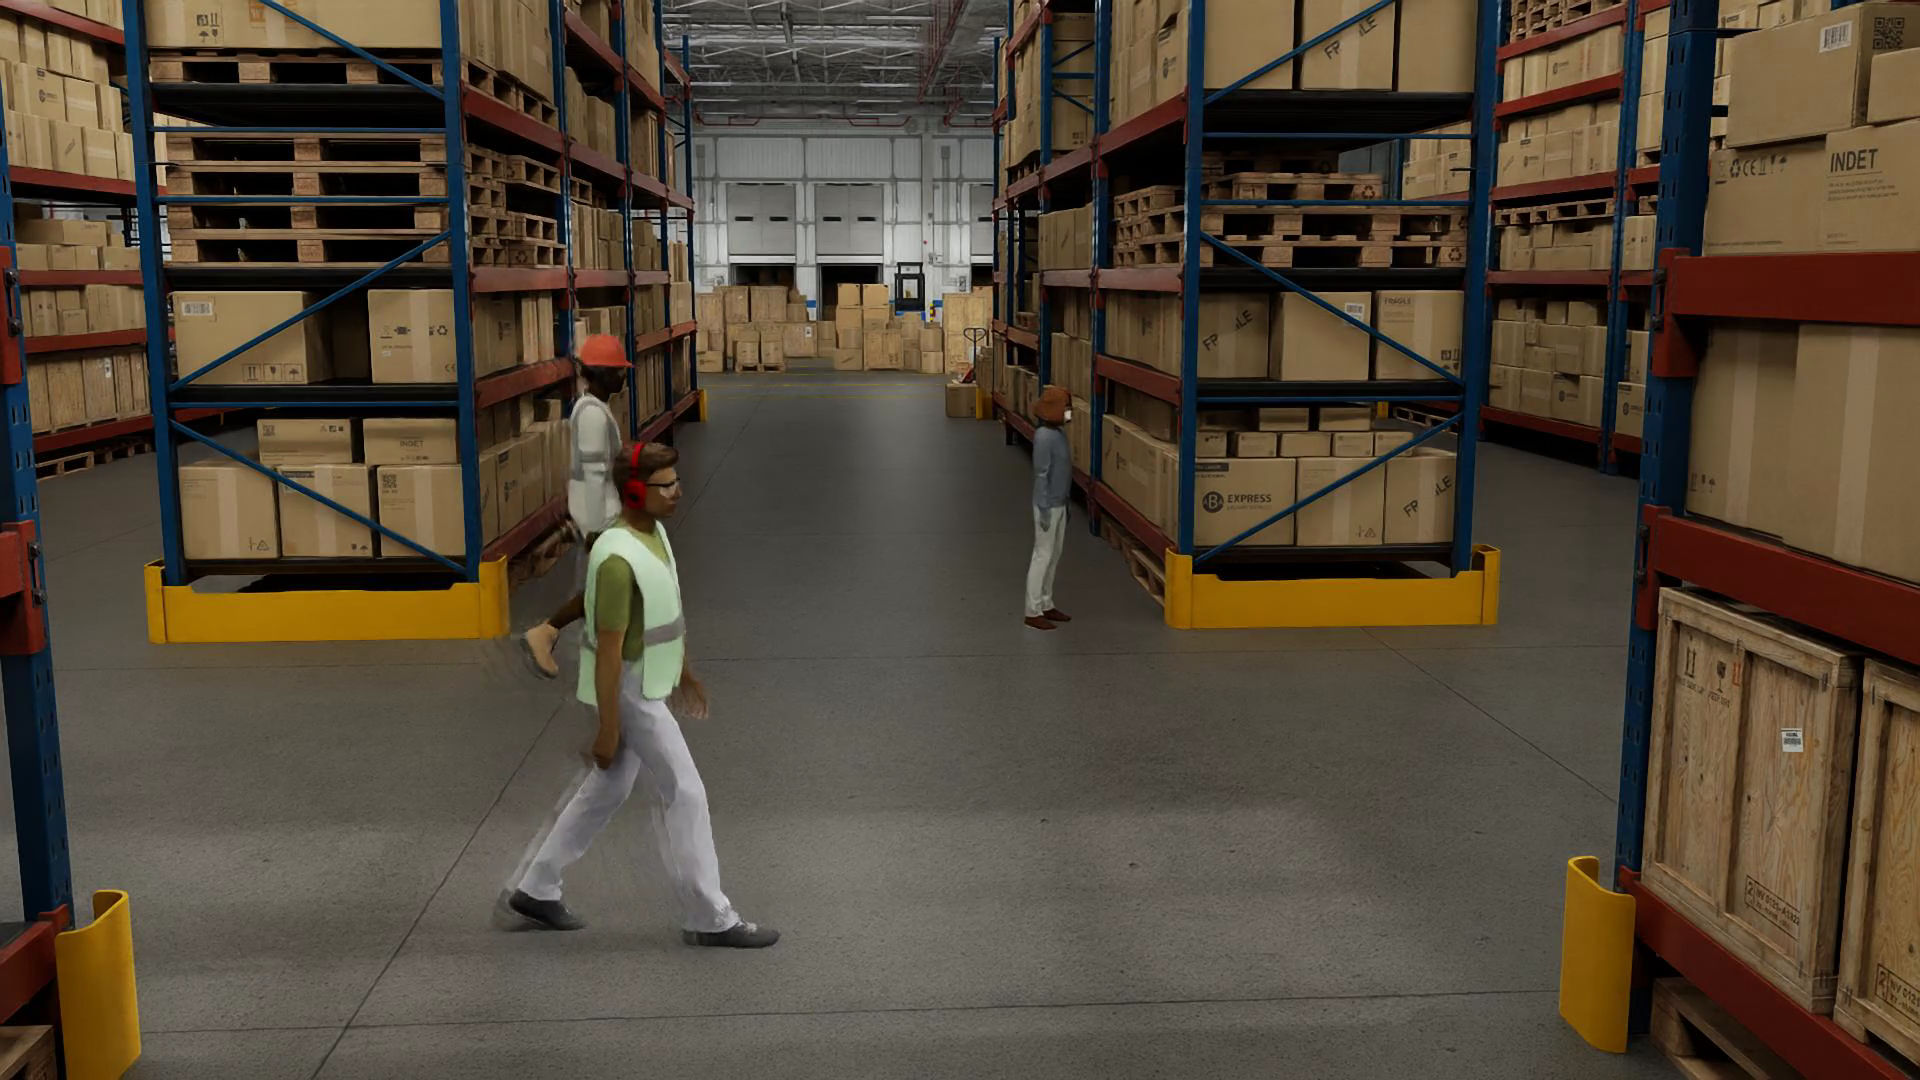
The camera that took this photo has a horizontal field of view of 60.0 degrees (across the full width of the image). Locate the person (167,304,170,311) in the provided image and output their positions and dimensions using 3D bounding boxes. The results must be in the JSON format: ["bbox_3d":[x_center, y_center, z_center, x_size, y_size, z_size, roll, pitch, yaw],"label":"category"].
[{"bbox_3d":[-28.964,-8.150,60.506,0.444,1.748,0.542,3,10,19],"label":"person"}]

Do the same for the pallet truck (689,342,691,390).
[{"bbox_3d":[-5.225,-3.008,27.480,1.885,1.965,0.823,2,9,14],"label":"pallet truck"}]

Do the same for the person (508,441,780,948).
[{"bbox_3d":[-1.161,0.543,5.815,0.961,1.803,0.585,-1,9,-3],"label":"person"}]

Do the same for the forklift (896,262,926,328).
[{"bbox_3d":[-1.780,-8.547,59.499,1.129,2.768,1.873,-1,9,-4],"label":"forklift"}]

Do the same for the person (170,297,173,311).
[{"bbox_3d":[-29.557,-8.623,62.798,0.400,1.987,0.608,1,9,4],"label":"person"}]

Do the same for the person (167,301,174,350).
[{"bbox_3d":[-24.710,-6.733,51.745,0.367,1.718,0.589,-6,11,-32],"label":"person"}]

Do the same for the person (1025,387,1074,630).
[{"bbox_3d":[0.608,-0.214,11.113,0.288,1.624,0.499,3,10,19],"label":"person"}]

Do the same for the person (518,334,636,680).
[{"bbox_3d":[-2.142,-0.158,9.495,0.668,2.030,0.613,-2,9,-13],"label":"person"}]
